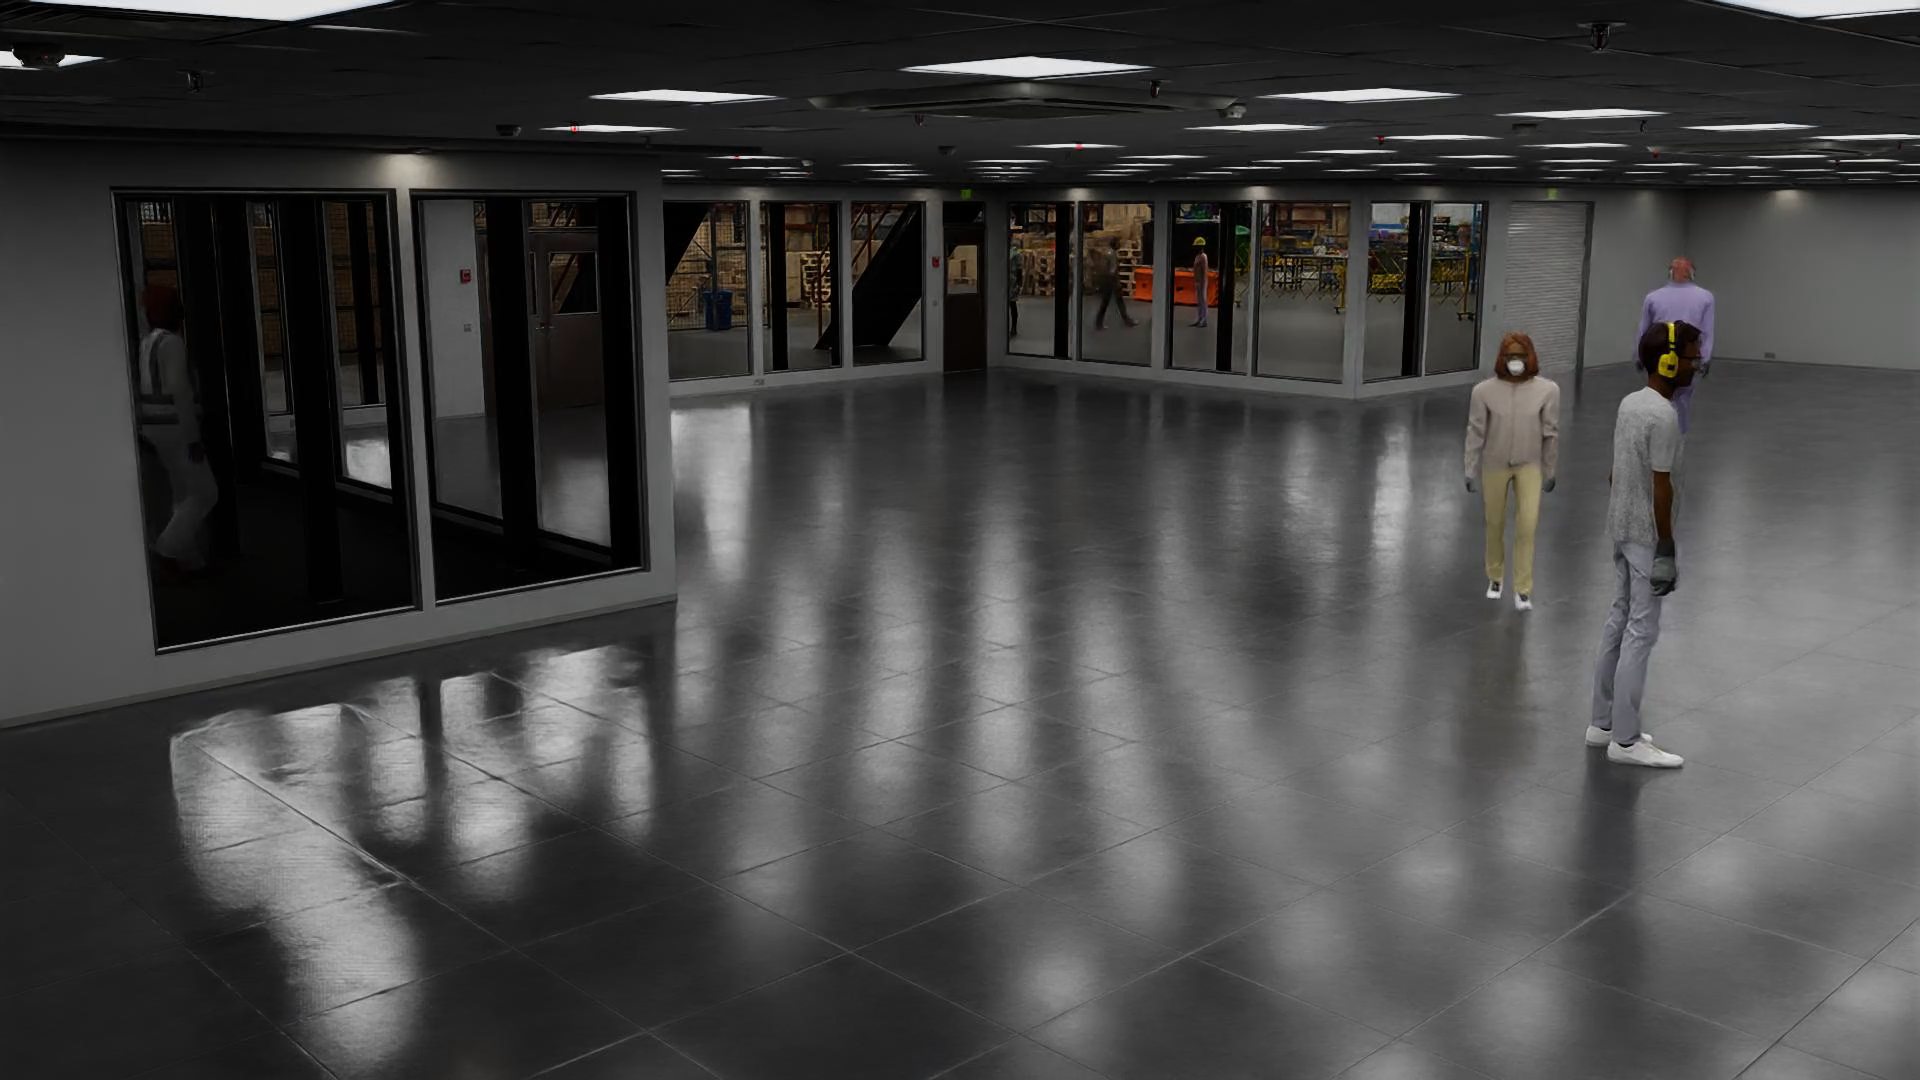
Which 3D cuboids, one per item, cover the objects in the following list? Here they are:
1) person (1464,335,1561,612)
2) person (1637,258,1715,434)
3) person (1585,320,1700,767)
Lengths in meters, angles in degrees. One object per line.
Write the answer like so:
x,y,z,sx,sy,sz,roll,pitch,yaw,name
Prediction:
3.198,-0.384,9.667,0.521,1.594,0.803,4,12,17,person
6.845,-1.765,15.947,0.666,1.852,1.020,5,12,24,person
2.894,0.012,7.009,0.323,1.870,0.518,0,11,2,person
